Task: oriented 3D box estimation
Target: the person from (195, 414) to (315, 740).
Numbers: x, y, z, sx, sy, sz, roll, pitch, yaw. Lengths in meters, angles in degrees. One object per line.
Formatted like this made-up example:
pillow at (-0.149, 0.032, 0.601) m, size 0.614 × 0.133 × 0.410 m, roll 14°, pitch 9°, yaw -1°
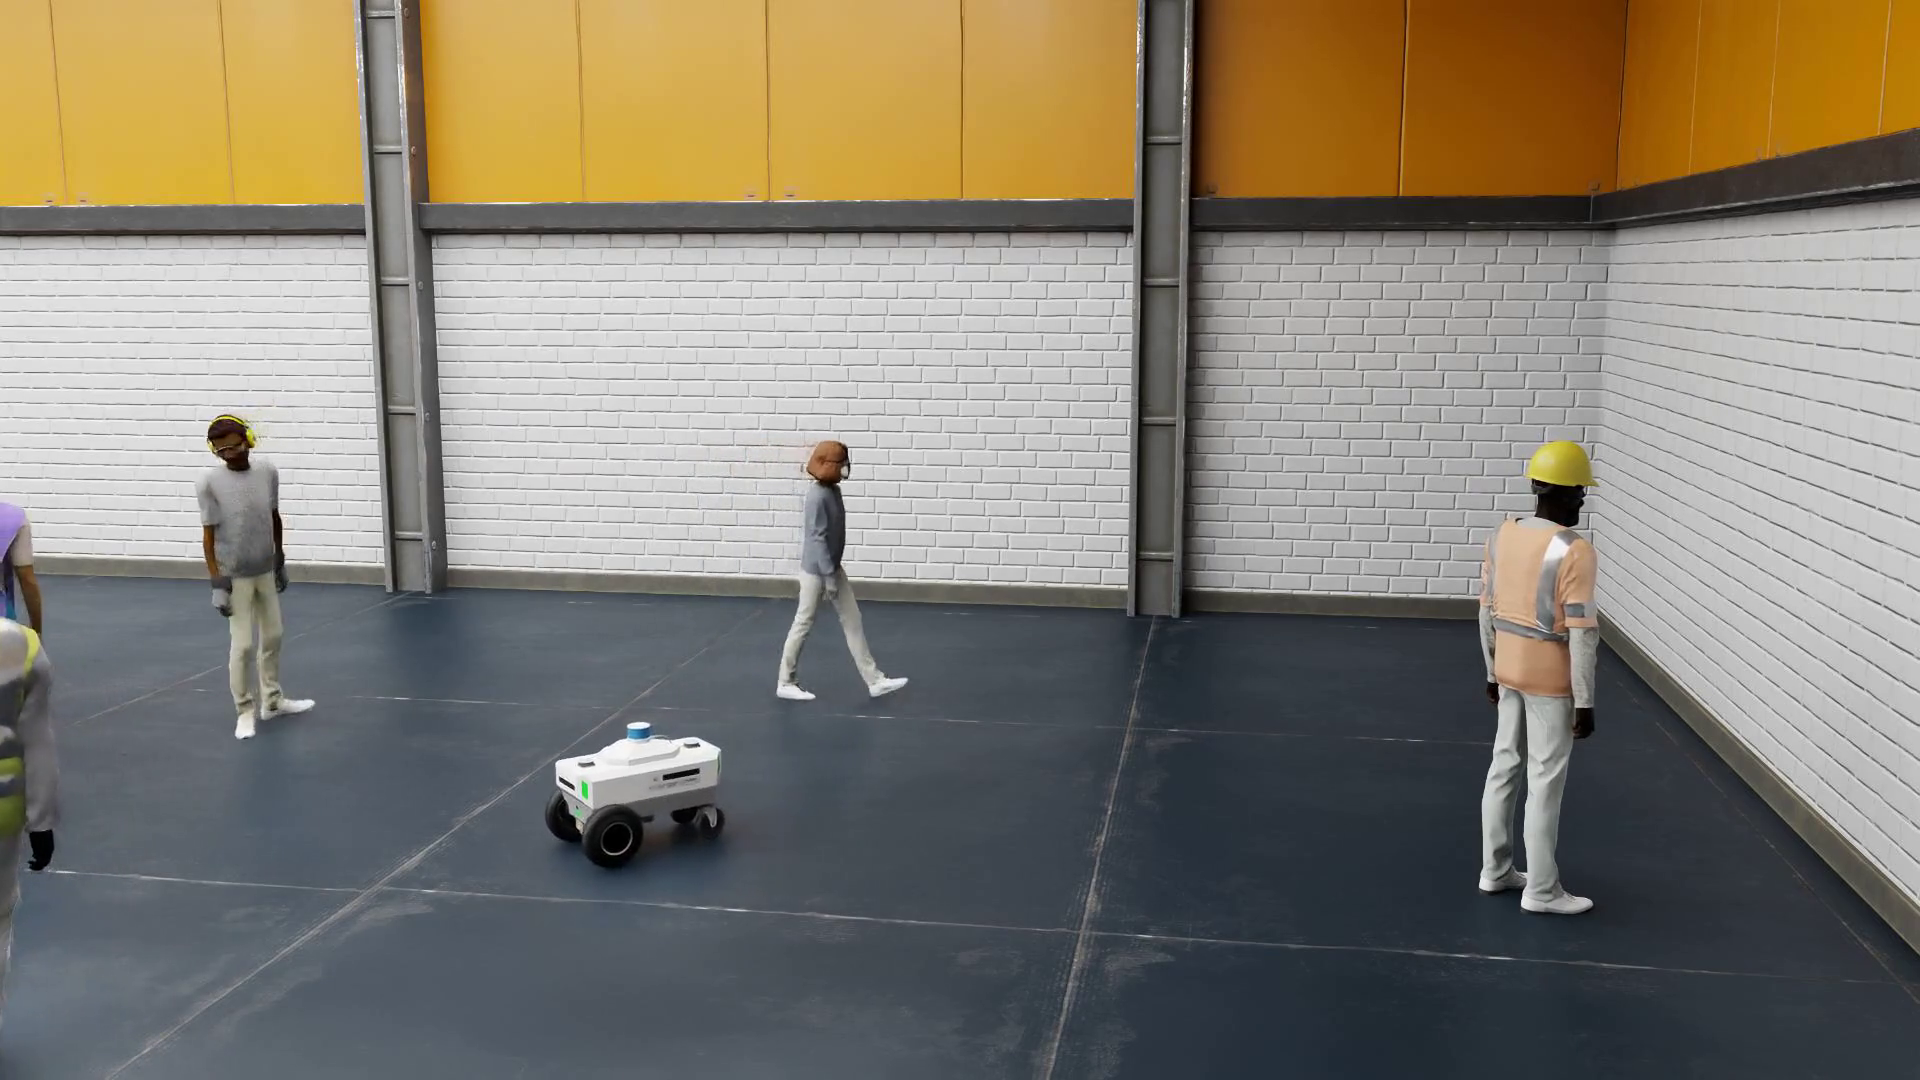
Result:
person at (-3.955, 0.188, 9.348) m, size 0.430 × 1.828 × 0.684 m, roll 5°, pitch 10°, yaw 29°

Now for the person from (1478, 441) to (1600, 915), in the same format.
person at (2.377, 0.554, 6.783) m, size 0.382 × 1.924 × 0.594 m, roll -4°, pitch 10°, yaw -23°

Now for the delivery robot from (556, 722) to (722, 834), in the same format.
delivery robot at (-1.445, 1.070, 7.530) m, size 0.707 × 0.478 × 0.477 m, roll -7°, pitch 11°, yaw -35°

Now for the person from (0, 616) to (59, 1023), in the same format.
person at (-3.111, 0.890, 5.121) m, size 0.632 × 1.805 × 0.873 m, roll -7°, pitch 12°, yaw -37°

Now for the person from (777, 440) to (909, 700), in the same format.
person at (-0.743, 0.199, 10.018) m, size 0.840 × 1.588 × 0.521 m, roll 2°, pitch 10°, yaw 14°

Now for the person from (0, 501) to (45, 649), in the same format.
person at (-4.645, 0.433, 7.828) m, size 0.596 × 1.823 × 0.571 m, roll -4°, pitch 10°, yaw -24°
